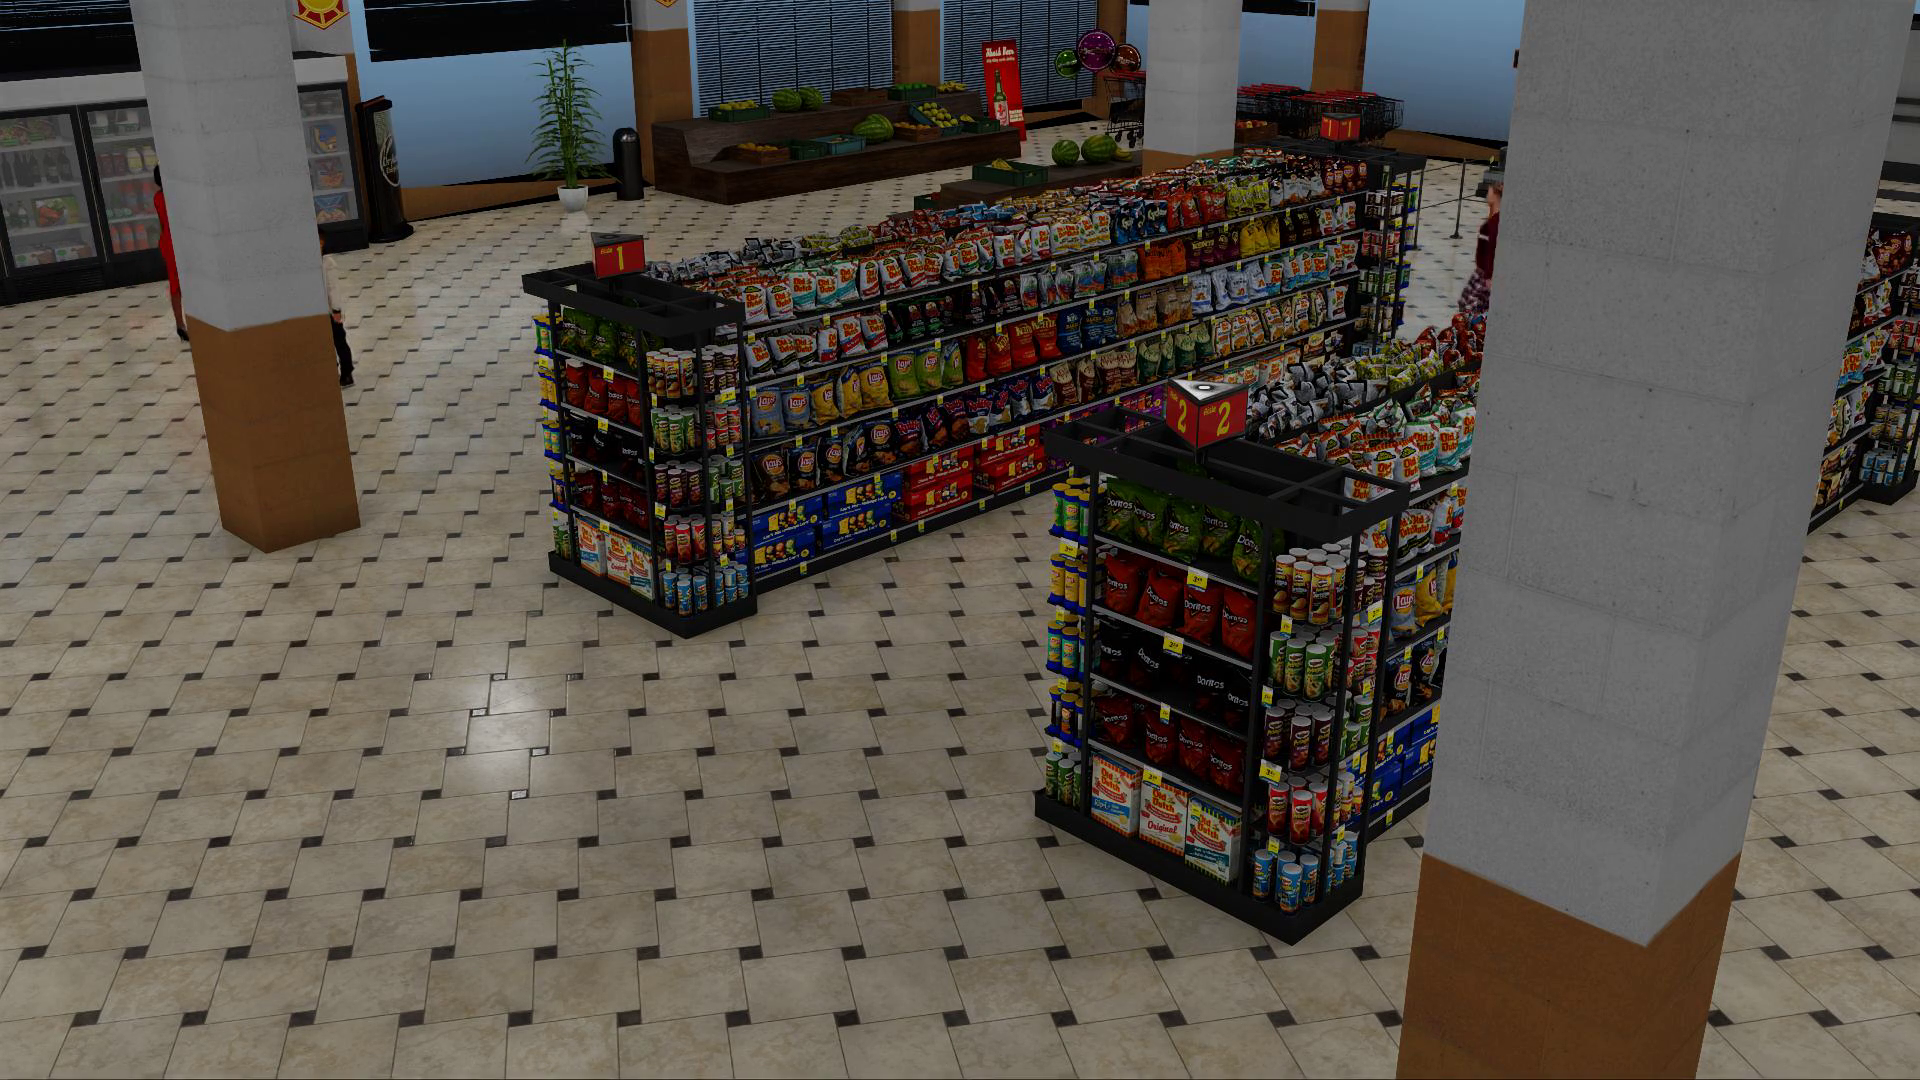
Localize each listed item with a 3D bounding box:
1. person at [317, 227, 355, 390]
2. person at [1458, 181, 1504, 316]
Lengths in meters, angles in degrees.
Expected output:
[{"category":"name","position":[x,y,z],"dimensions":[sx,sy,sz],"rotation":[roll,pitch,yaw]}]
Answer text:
[{"category":"person","position":[-5.649,-2.079,14.828],"dimensions":[0.647,1.451,0.603],"rotation":[12,25,27]},{"category":"person","position":[5.037,-2.488,15.634],"dimensions":[0.740,1.609,0.622],"rotation":[13,25,30]}]
